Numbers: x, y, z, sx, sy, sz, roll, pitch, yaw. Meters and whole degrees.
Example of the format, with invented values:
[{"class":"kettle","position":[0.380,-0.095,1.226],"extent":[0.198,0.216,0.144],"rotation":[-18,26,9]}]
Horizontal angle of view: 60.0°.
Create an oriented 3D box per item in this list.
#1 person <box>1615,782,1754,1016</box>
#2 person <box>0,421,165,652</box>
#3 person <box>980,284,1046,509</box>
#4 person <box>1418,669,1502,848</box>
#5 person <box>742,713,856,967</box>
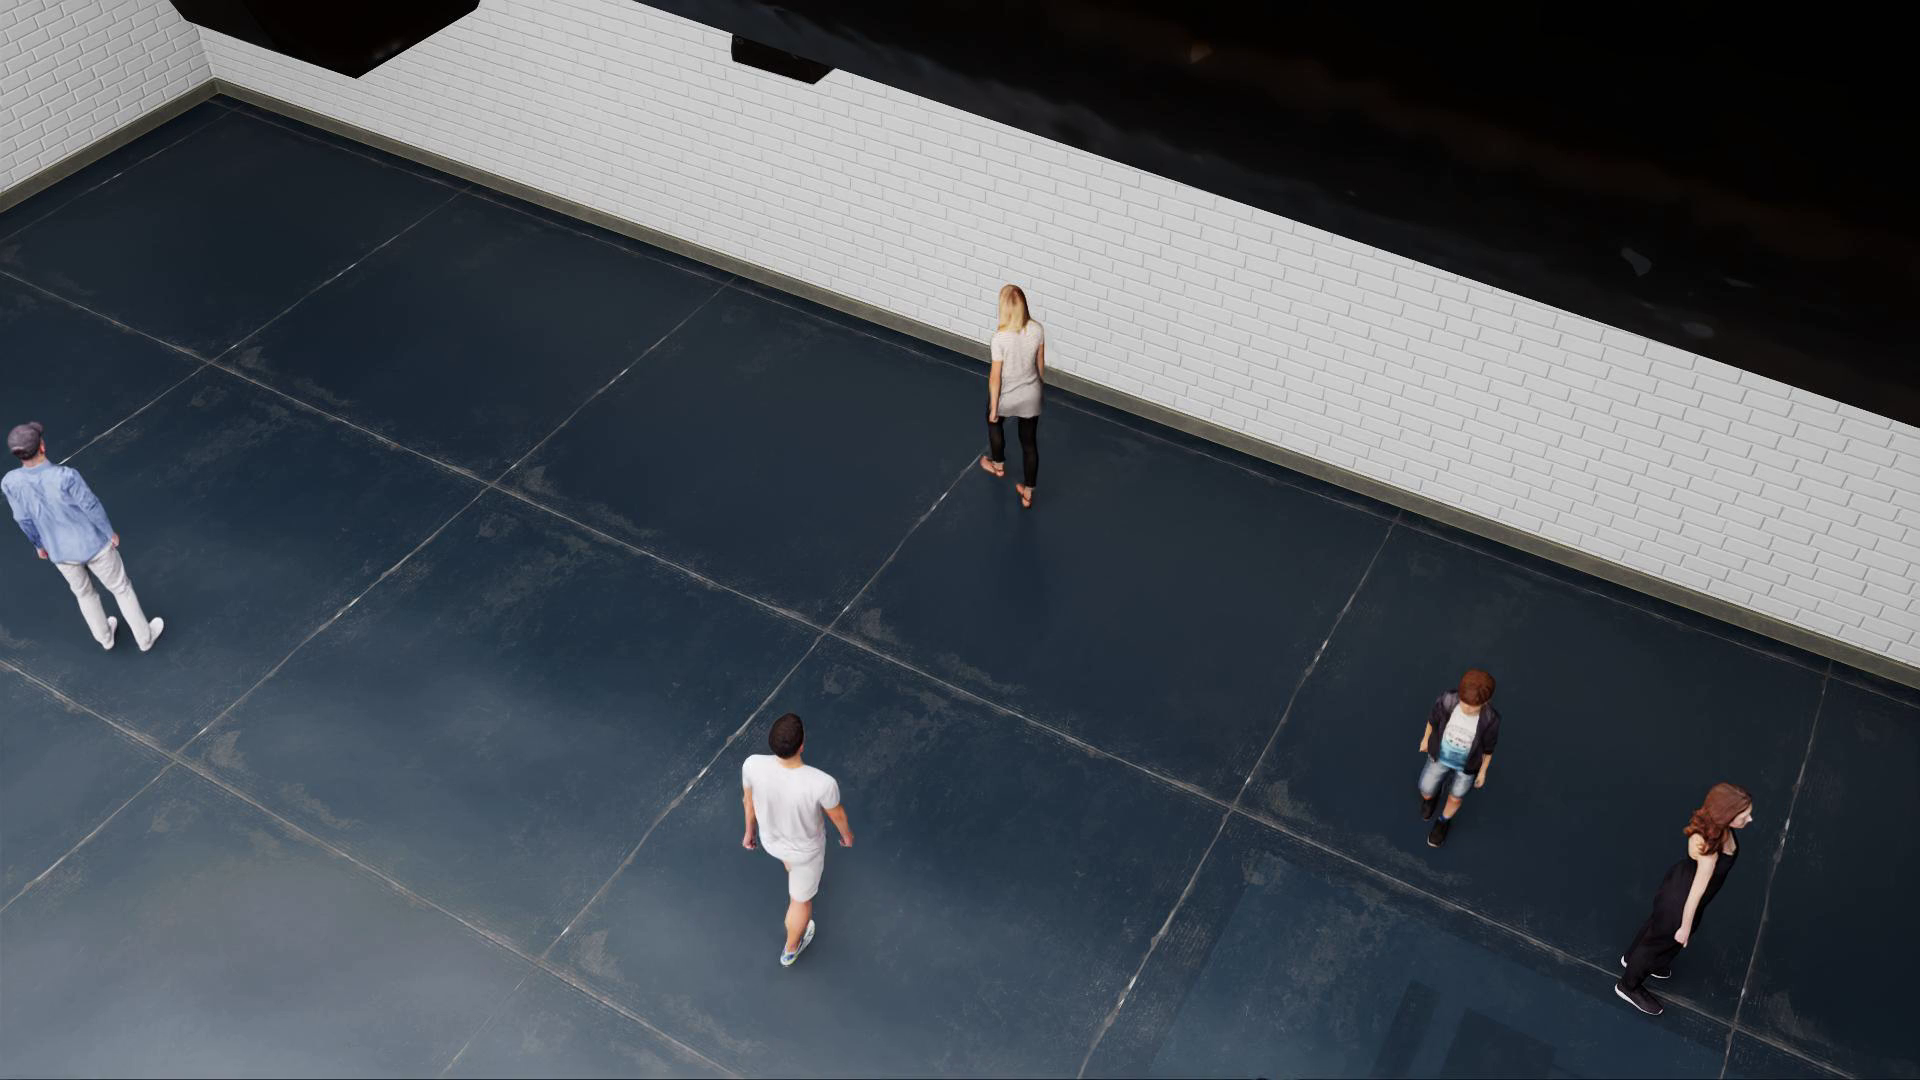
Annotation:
[{"class":"person","position":[3.832,1.863,8.800],"extent":[0.645,1.747,0.447],"rotation":[21,47,21]},{"class":"person","position":[-5.658,0.011,10.643],"extent":[0.753,1.886,0.770],"rotation":[-2,44,-2]},{"class":"person","position":[0.442,-0.948,11.710],"extent":[0.927,1.802,0.958],"rotation":[-18,46,-18]},{"class":"person","position":[2.923,1.212,9.709],"extent":[0.569,1.435,0.631],"rotation":[18,46,18]},{"class":"person","position":[-0.937,1.670,8.944],"extent":[0.813,1.828,1.008],"rotation":[15,46,15]}]
